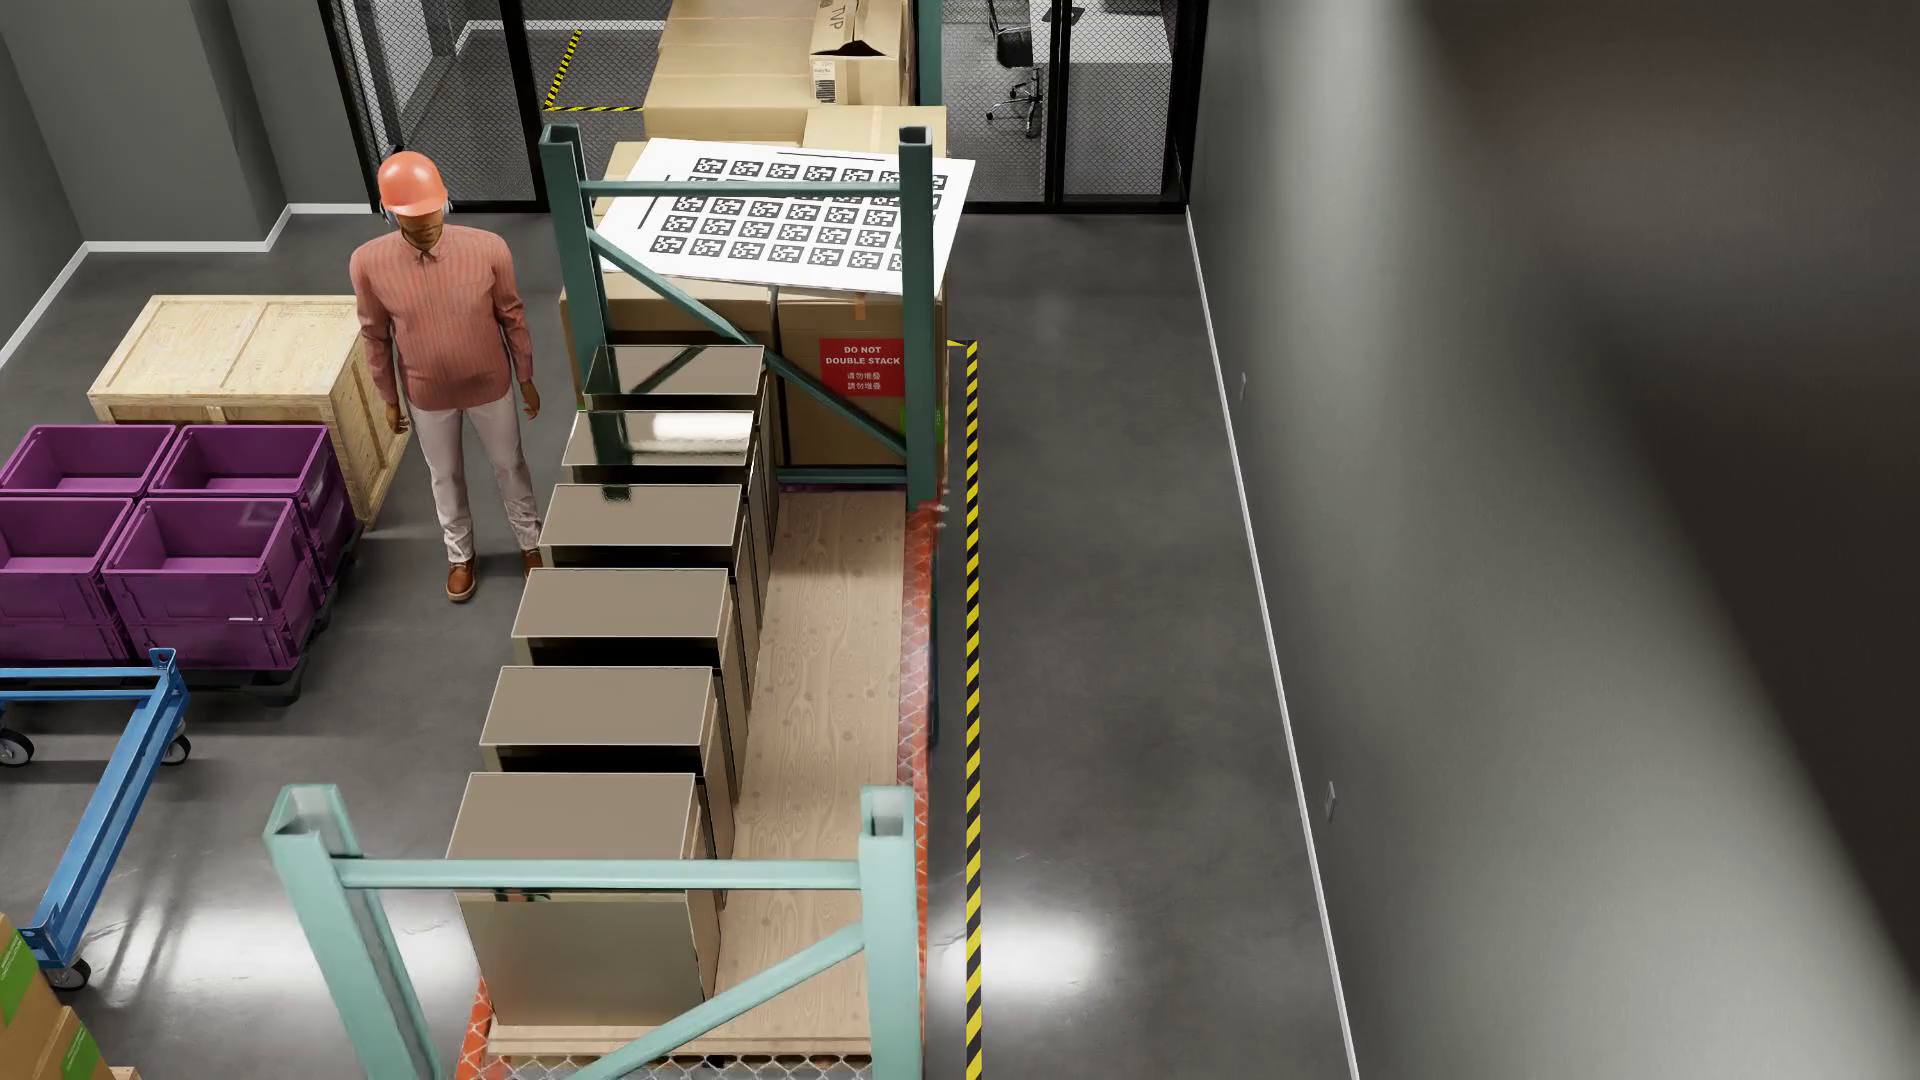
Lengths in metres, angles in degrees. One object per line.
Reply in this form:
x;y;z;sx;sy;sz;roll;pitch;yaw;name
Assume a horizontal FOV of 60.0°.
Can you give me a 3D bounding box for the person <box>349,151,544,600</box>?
-1.979;-0.618;6.548;0.622;1.996;0.369;-10;42;-11;person
